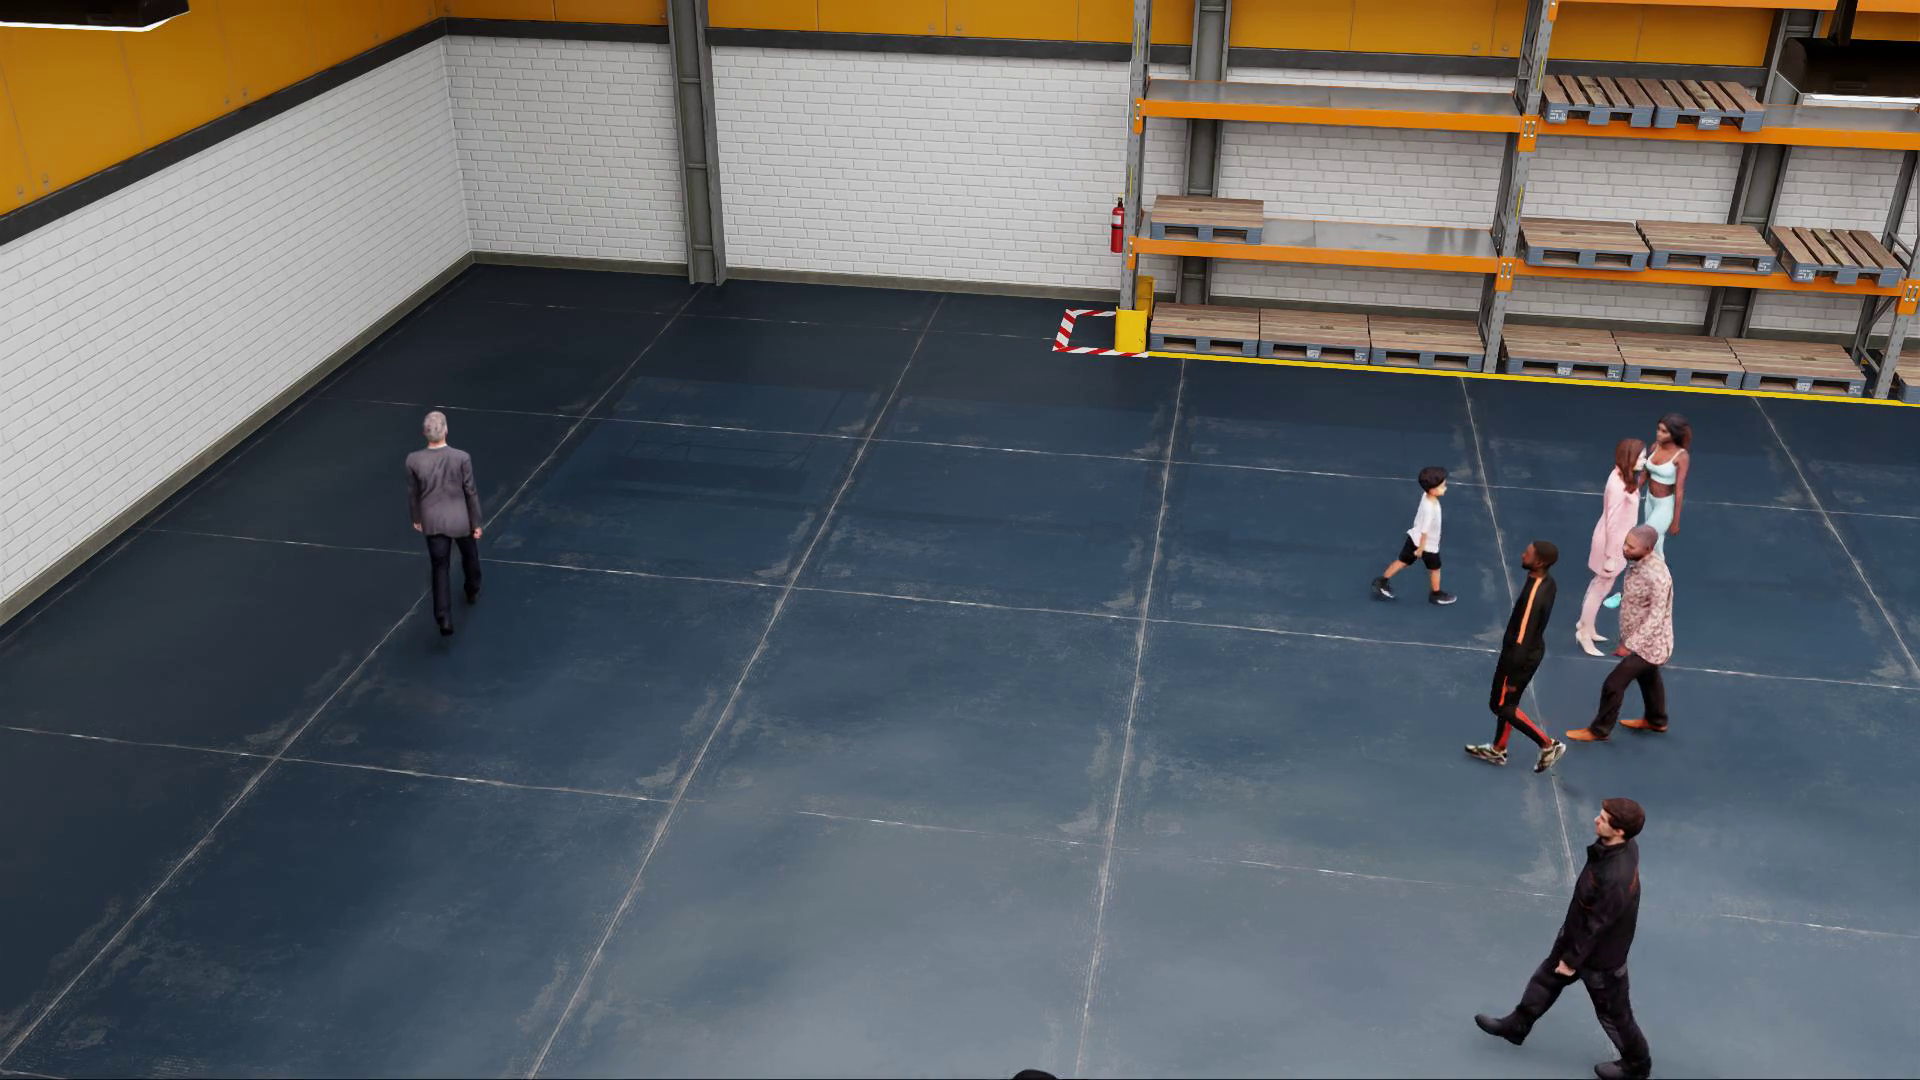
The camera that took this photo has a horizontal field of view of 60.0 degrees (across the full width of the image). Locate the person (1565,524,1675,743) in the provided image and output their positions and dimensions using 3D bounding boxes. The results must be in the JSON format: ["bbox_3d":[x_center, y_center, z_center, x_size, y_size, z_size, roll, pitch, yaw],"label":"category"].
[{"bbox_3d":[4.875,0.716,11.676,1.007,1.750,0.738,5,29,8],"label":"person"}]

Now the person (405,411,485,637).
[{"bbox_3d":[-4.058,-0.106,13.133,1.259,1.798,1.068,-5,29,-9],"label":"person"}]

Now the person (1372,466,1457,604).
[{"bbox_3d":[3.725,-0.040,13.591,0.920,1.243,0.542,1,29,3],"label":"person"}]

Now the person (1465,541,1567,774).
[{"bbox_3d":[3.930,0.837,11.406,0.997,1.797,0.817,15,32,25],"label":"person"}]

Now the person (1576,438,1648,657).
[{"bbox_3d":[5.026,0.039,12.863,0.622,1.802,0.672,14,32,24],"label":"person"}]

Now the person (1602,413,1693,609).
[{"bbox_3d":[5.736,-0.234,13.463,0.949,1.707,0.784,-6,29,-10],"label":"person"}]

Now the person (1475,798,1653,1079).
[{"bbox_3d":[3.507,2.195,8.918,1.147,1.795,0.726,6,29,10],"label":"person"}]
